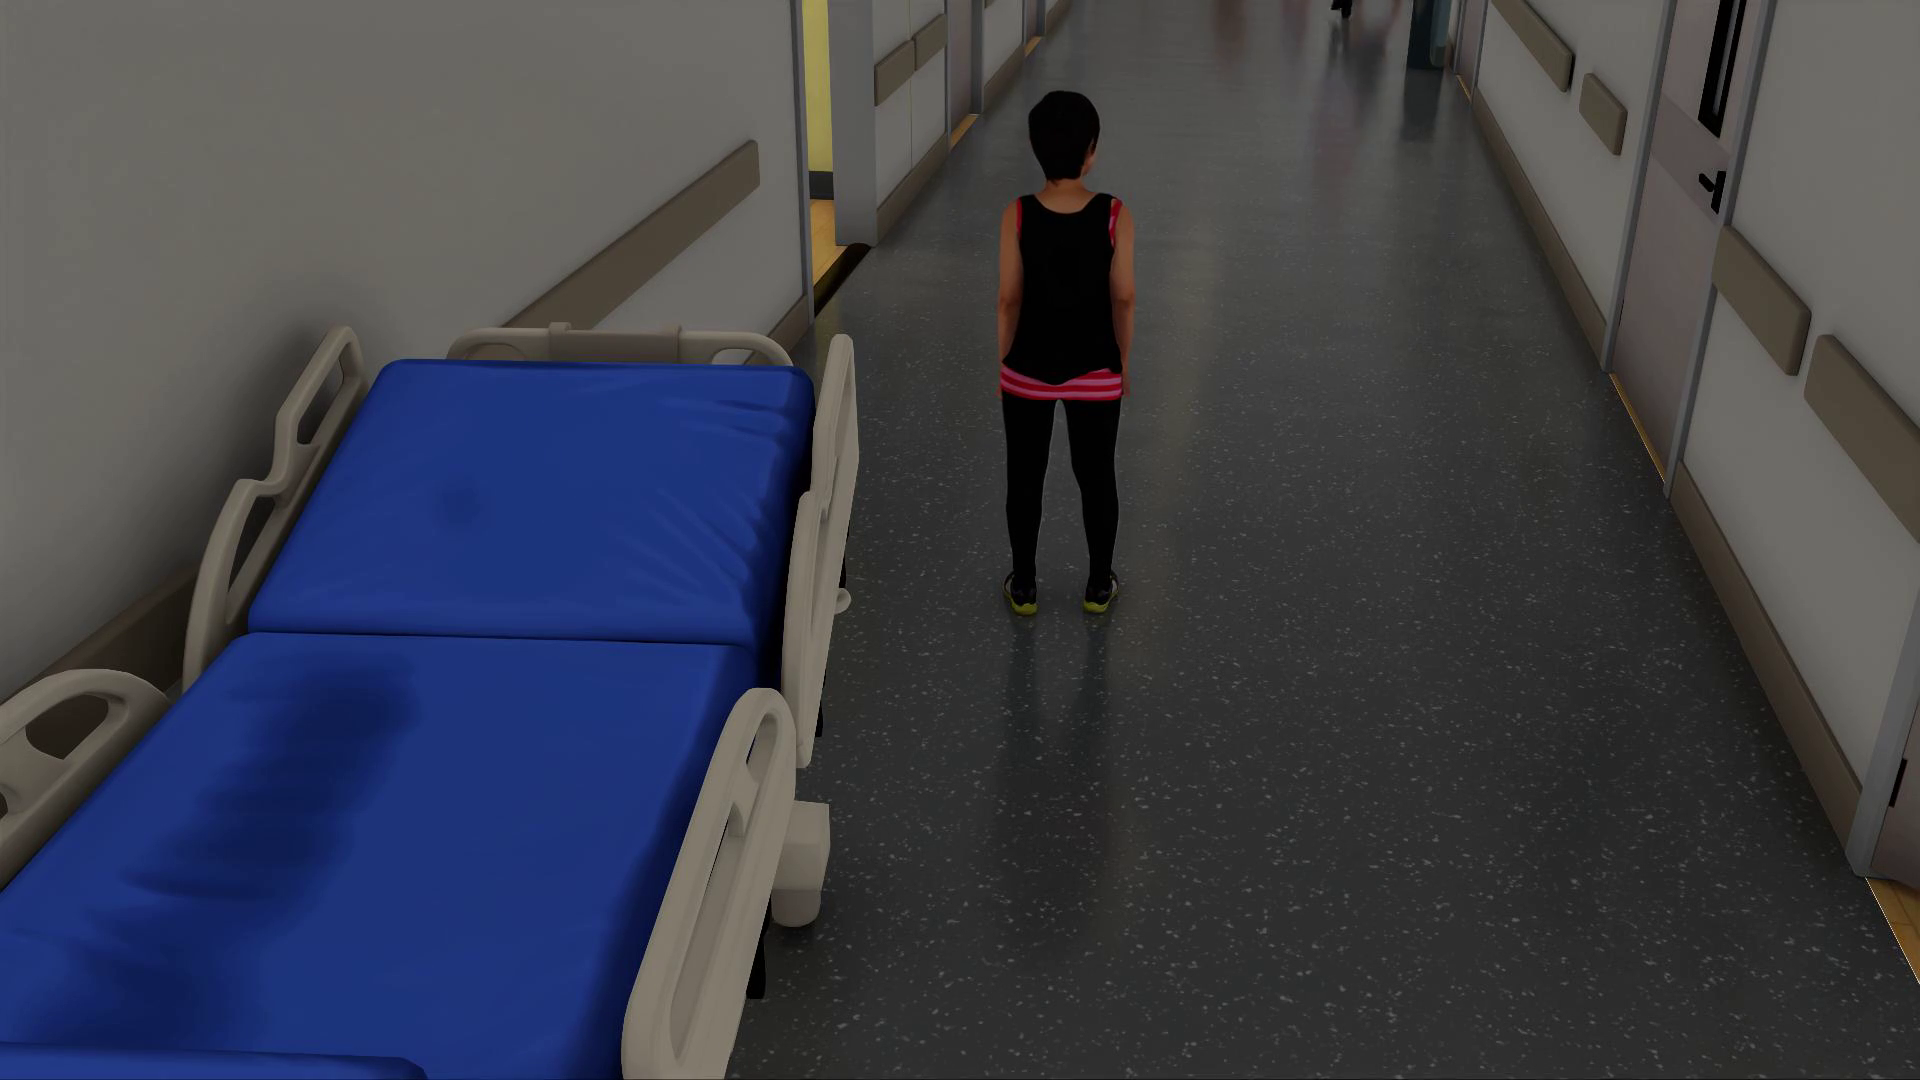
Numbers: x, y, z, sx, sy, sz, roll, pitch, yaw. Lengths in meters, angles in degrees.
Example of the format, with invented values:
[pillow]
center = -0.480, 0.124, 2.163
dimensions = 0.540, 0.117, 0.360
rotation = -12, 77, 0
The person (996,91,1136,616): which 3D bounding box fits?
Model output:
[person]
center = 0.296, -0.516, 4.845
dimensions = 0.476, 1.551, 0.631
rotation = 1, 26, 2
